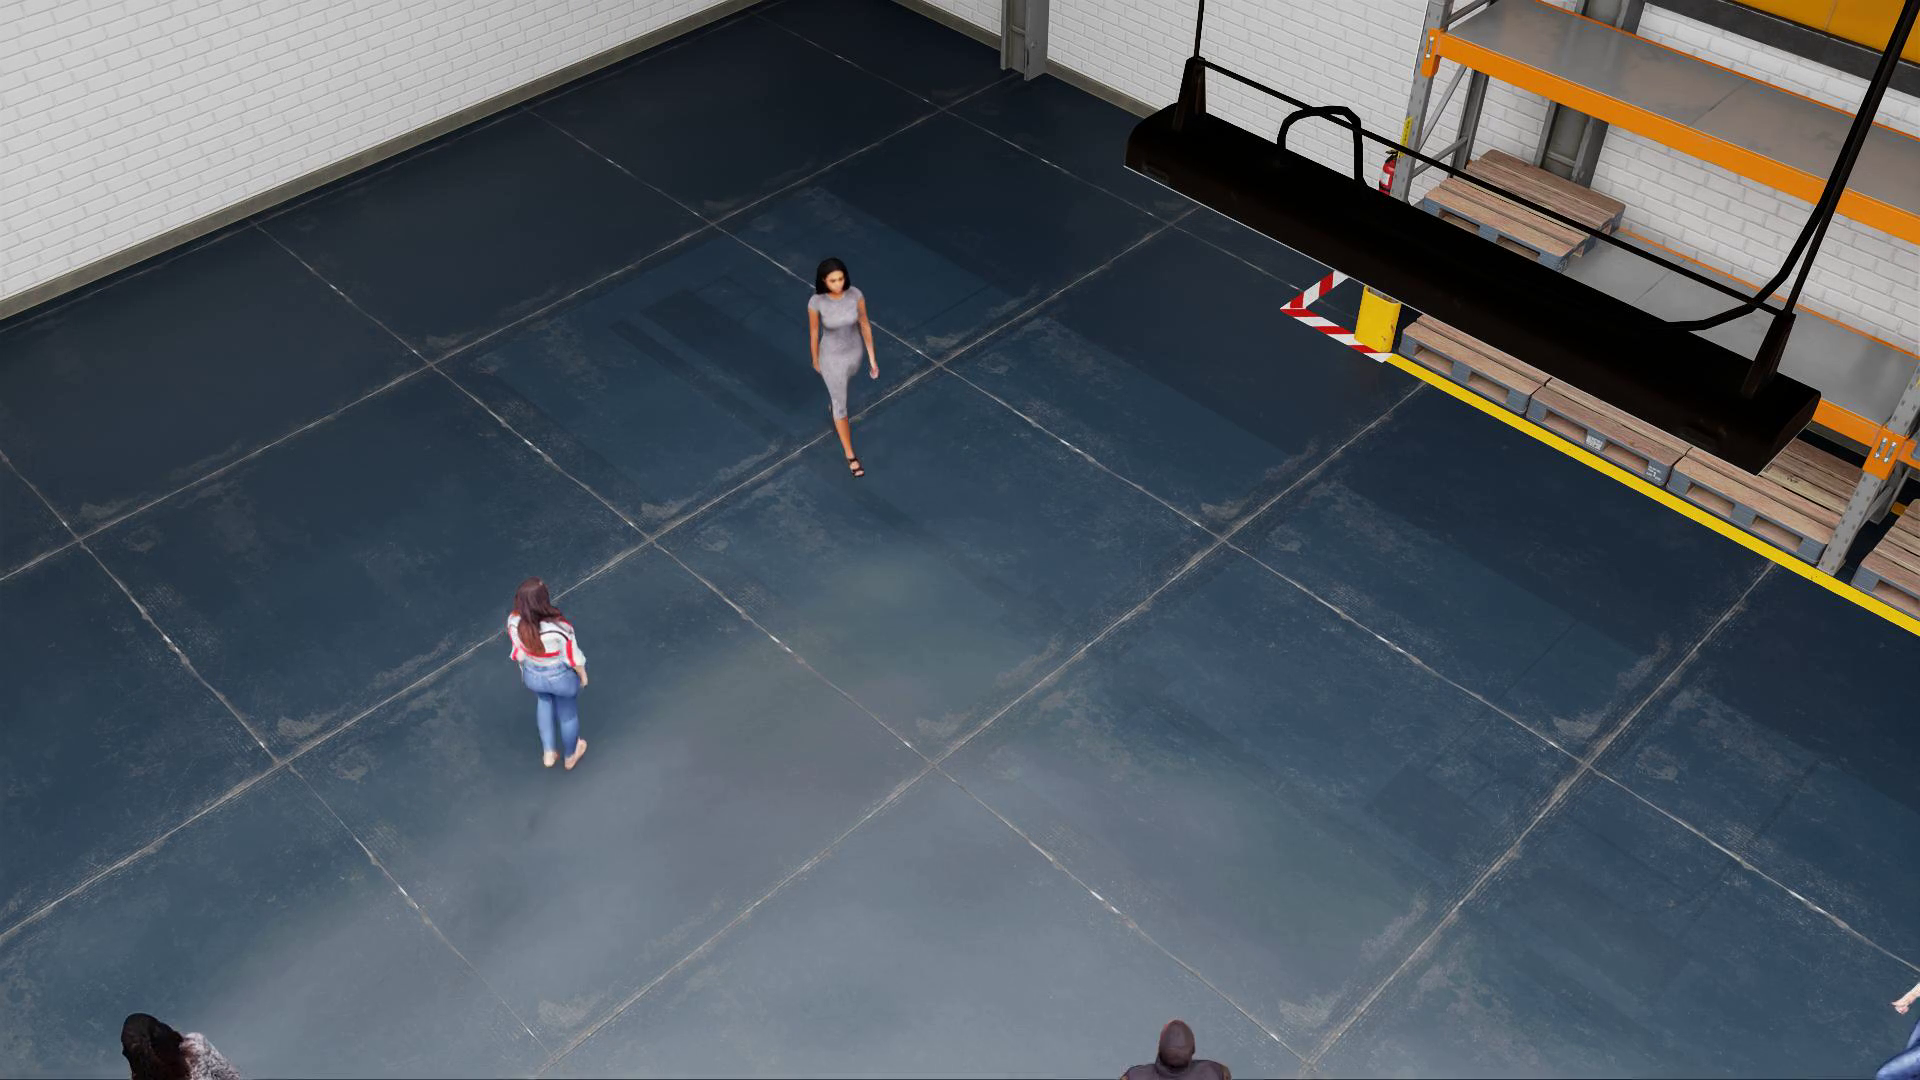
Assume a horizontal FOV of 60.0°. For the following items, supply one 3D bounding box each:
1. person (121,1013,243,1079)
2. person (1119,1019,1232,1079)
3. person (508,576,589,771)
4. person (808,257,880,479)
[{"bbox_3d":[-3.633,2.886,8.078,1.193,1.683,0.676,30,51,28],"label":"person"},{"bbox_3d":[0.996,2.928,7.936,0.879,1.818,0.939,1,44,1],"label":"person"},{"bbox_3d":[-2.550,0.888,10.232,0.731,1.604,0.802,7,44,7],"label":"person"},{"bbox_3d":[-0.924,-1.406,12.544,0.846,1.736,1.164,-18,46,-18],"label":"person"}]
